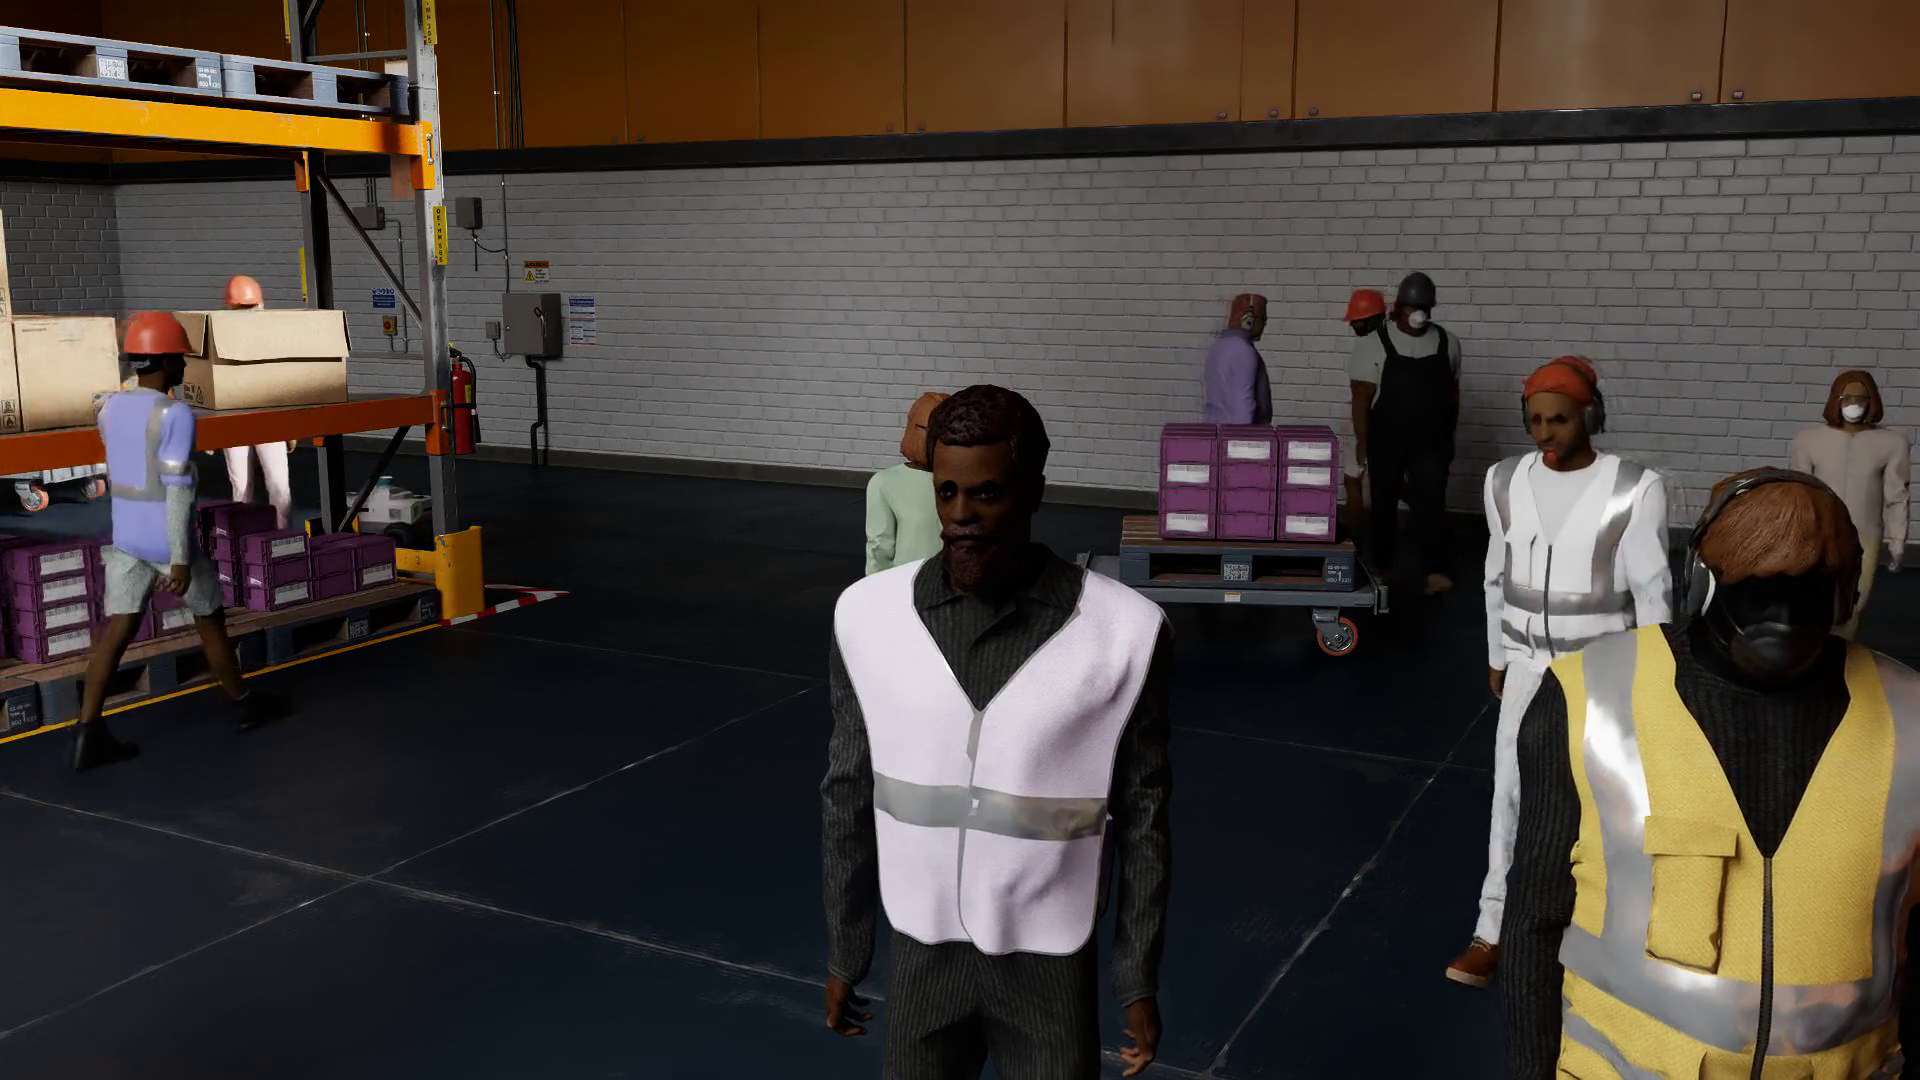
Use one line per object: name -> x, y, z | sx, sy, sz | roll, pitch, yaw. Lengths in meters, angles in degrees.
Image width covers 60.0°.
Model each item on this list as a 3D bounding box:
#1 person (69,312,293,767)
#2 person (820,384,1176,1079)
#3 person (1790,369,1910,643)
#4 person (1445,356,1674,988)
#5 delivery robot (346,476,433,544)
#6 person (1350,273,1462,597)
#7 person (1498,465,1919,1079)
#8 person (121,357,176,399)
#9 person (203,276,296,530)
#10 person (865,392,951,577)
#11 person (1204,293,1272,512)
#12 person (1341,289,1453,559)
person -> -3.392, -0.020, 7.070 | 0.560, 1.881, 1.039 | 5, 11, 25
person -> 0.059, 0.689, 2.843 | 0.594, 1.917, 0.373 | 2, 10, 13
person -> 4.176, -0.016, 7.862 | 0.505, 1.600, 0.832 | 4, 11, 24
person -> 1.853, 0.363, 4.986 | 0.620, 1.841, 1.014 | 9, 14, 44
delivery robot -> -4.028, -0.205, 11.690 | 0.707, 0.478, 0.477 | 3, 10, 15
person -> 2.790, -0.658, 10.287 | 0.712, 2.000, 0.964 | 0, 10, 1
person -> 1.095, 0.807, 2.400 | 0.622, 1.839, 0.429 | 2, 10, 12
person -> -4.884, -0.423, 10.084 | 0.309, 1.640, 0.512 | 0, 10, 2
person -> -4.667, -0.733, 10.935 | 0.627, 1.969, 0.788 | -4, 11, -23
person -> -0.100, 0.276, 6.049 | 0.499, 1.634, 0.288 | -4, 10, -20
person -> 1.849, -0.583, 10.323 | 0.754, 1.871, 0.686 | -2, 10, -12
person -> 2.914, -0.755, 11.298 | 0.893, 1.894, 0.548 | 8, 13, 40
